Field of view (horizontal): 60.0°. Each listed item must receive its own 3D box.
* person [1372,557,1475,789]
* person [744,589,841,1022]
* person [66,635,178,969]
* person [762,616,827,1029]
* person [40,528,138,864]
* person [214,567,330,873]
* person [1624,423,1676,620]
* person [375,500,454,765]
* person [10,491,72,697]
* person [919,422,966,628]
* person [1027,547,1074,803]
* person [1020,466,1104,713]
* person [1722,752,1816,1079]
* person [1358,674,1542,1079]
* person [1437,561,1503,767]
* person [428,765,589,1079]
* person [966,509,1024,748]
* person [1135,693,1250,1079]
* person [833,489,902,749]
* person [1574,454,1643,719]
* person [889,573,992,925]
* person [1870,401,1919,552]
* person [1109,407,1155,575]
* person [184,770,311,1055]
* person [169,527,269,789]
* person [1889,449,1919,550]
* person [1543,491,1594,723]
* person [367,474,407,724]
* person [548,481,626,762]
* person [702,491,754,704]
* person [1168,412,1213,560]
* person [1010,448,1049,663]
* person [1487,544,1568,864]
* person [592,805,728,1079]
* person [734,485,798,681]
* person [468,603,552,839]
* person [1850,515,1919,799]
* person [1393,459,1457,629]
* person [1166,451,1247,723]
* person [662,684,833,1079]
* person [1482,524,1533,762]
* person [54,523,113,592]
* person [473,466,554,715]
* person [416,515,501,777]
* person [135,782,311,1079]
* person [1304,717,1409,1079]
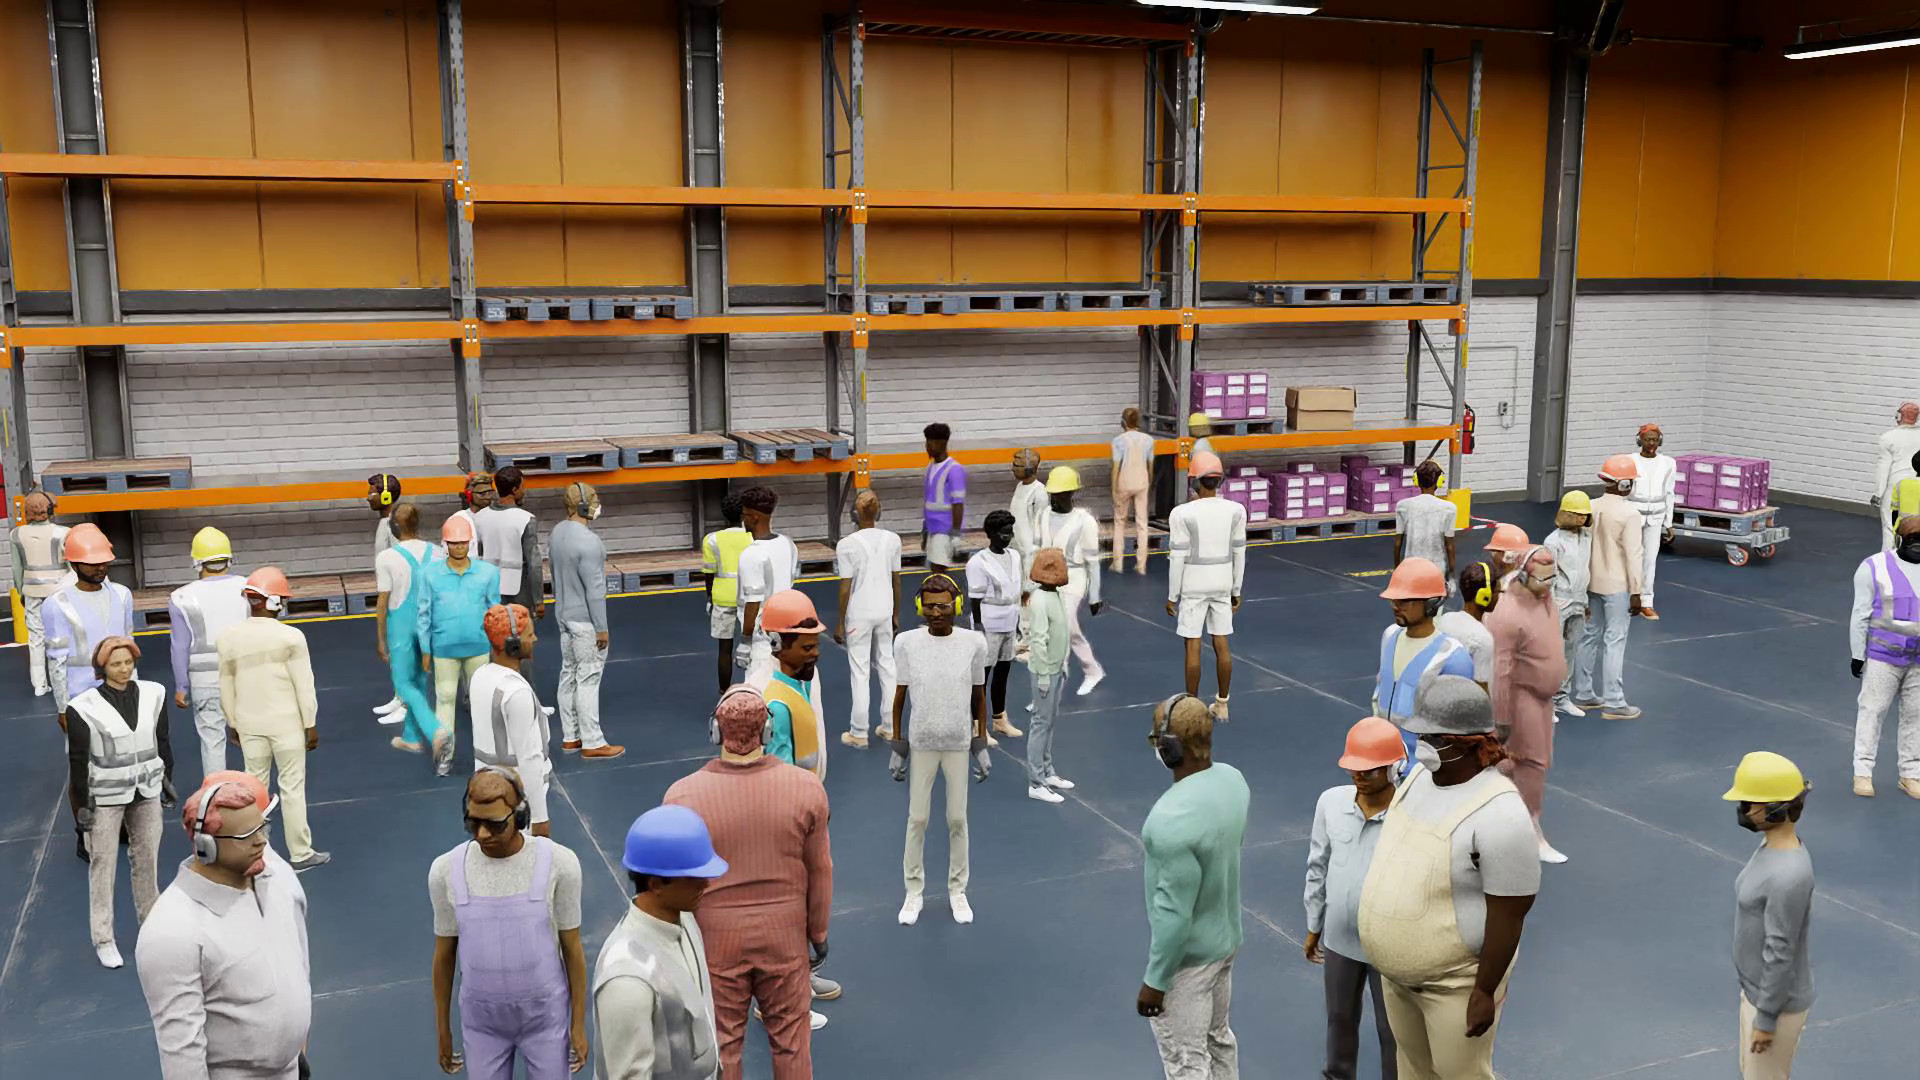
[{"bbox_3d":[2.196,1.090,8.120,0.381,2.045,0.605,-5,11,-24],"label":"person"},{"bbox_3d":[-0.780,1.205,7.605,0.375,1.995,0.611,4,10,19],"label":"person"},{"bbox_3d":[-4.136,1.271,8.244,0.315,1.640,0.515,7,12,34],"label":"person"},{"bbox_3d":[-0.794,1.248,7.581,0.372,1.915,0.596,0,10,-1],"label":"person"},{"bbox_3d":[-4.969,0.884,9.616,0.362,1.938,0.545,5,11,25],"label":"person"},{"bbox_3d":[-3.879,1.017,9.409,0.560,1.741,0.342,2,10,10],"label":"person"},{"bbox_3d":[6.509,-0.171,15.859,0.573,1.882,0.354,1,10,4],"label":"person"},{"bbox_3d":[-3.724,0.634,11.401,0.802,1.822,0.516,8,13,39],"label":"person"},{"bbox_3d":[-7.167,0.431,13.085,0.514,1.641,0.309,0,10,-3],"label":"person"},{"bbox_3d":[-0.176,-0.107,15.274,0.396,1.962,0.661,-5,11,-26],"label":"person"},{"bbox_3d":[0.583,0.849,10.688,0.280,1.636,0.500,3,10,17],"label":"person"},{"bbox_3d":[0.842,0.344,12.897,0.962,1.885,0.591,-8,13,-39],"label":"person"},{"bbox_3d":[2.856,1.615,5.939,0.342,1.756,0.532,4,11,20],"label":"person"},{"bbox_3d":[1.689,1.471,5.937,0.538,2.000,0.684,-3,10,-17],"label":"person"},{"bbox_3d":[2.746,1.031,9.018,0.341,1.857,0.521,-2,10,-11],"label":"person"},{"bbox_3d":[-1.513,1.633,5.612,0.516,1.835,0.358,-1,10,-3],"label":"person"},{"bbox_3d":[0.258,0.618,11.852,0.319,1.695,0.532,8,13,39],"label":"person"},{"bbox_3d":[0.832,1.503,6.064,0.370,1.934,0.627,6,11,30],"label":"person"},{"bbox_3d":[-0.652,0.558,11.761,0.504,1.847,0.345,-6,11,-31],"label":"person"},{"bbox_3d":[4.907,0.347,12.545,0.379,1.996,0.609,-4,11,-23],"label":"person"},{"bbox_3d":[-0.102,1.083,8.668,0.534,1.868,0.309,0,10,-2],"label":"person"},{"bbox_3d":[10.094,-0.529,17.845,0.638,1.911,0.402,0,10,-2],"label":"person"},{"bbox_3d":[1.873,-0.534,18.134,0.523,1.828,0.415,-2,10,-10],"label":"person"},{"bbox_3d":[-2.459,1.640,5.800,0.339,1.747,0.564,-9,13,-42],"label":"person"},{"bbox_3d":[-4.538,0.826,10.240,0.586,1.837,0.403,-8,13,-38],"label":"person"},{"bbox_3d":[8.887,-0.010,15.457,0.317,1.697,0.540,-3,10,-18],"label":"person"},{"bbox_3d":[4.552,0.490,12.447,0.492,1.742,0.321,-6,12,-31],"label":"person"},{"bbox_3d":[-4.253,0.430,12.426,0.329,1.872,0.508,-4,11,-23],"label":"person"},{"bbox_3d":[-2.604,0.558,11.496,0.373,1.940,0.629,-8,13,-39],"label":"person"},{"bbox_3d":[-1.691,0.471,12.689,0.532,1.697,0.320,0,10,-1],"label":"person"},{"bbox_3d":[2.728,-0.575,18.665,0.737,1.714,0.510,3,10,18],"label":"person"},{"bbox_3d":[0.571,0.125,14.263,0.345,1.844,0.508,-4,11,-24],"label":"person"},{"bbox_3d":[3.214,0.919,9.614,0.633,1.867,0.691,8,12,37],"label":"person"},{"bbox_3d":[-0.865,1.708,4.866,0.416,1.941,0.608,1,10,4],"label":"person"},{"bbox_3d":[-1.310,0.610,11.117,0.366,1.965,0.603,4,11,22],"label":"person"},{"bbox_3d":[-2.086,1.226,7.814,0.356,1.880,0.574,-8,13,-38],"label":"person"},{"bbox_3d":[6.056,0.747,10.682,0.635,1.842,0.429,2,10,9],"label":"person"},{"bbox_3d":[3.726,0.282,13.323,0.509,1.860,0.334,6,11,31],"label":"person"},{"bbox_3d":[1.808,0.360,12.329,0.610,2.044,0.375,-3,10,-17],"label":"person"},{"bbox_3d":[-0.800,1.479,6.278,0.639,1.910,0.407,-2,10,-13],"label":"person"},{"bbox_3d":[3.543,0.766,10.825,0.334,1.753,0.562,4,11,21],"label":"person"},{"bbox_3d":[-5.651,0.755,10.874,0.329,1.754,0.574,-1,10,-5],"label":"person"},{"bbox_3d":[-3.363,0.399,12.467,0.596,1.918,0.386,5,11,26],"label":"person"},{"bbox_3d":[-3.354,0.701,11.185,0.562,1.756,0.318,-4,11,-23],"label":"person"},{"bbox_3d":[-2.216,1.672,5.166,0.407,1.908,0.641,1,10,4],"label":"person"},{"bbox_3d":[1.573,1.531,6.416,0.572,1.750,0.331,9,13,41],"label":"person"}]
